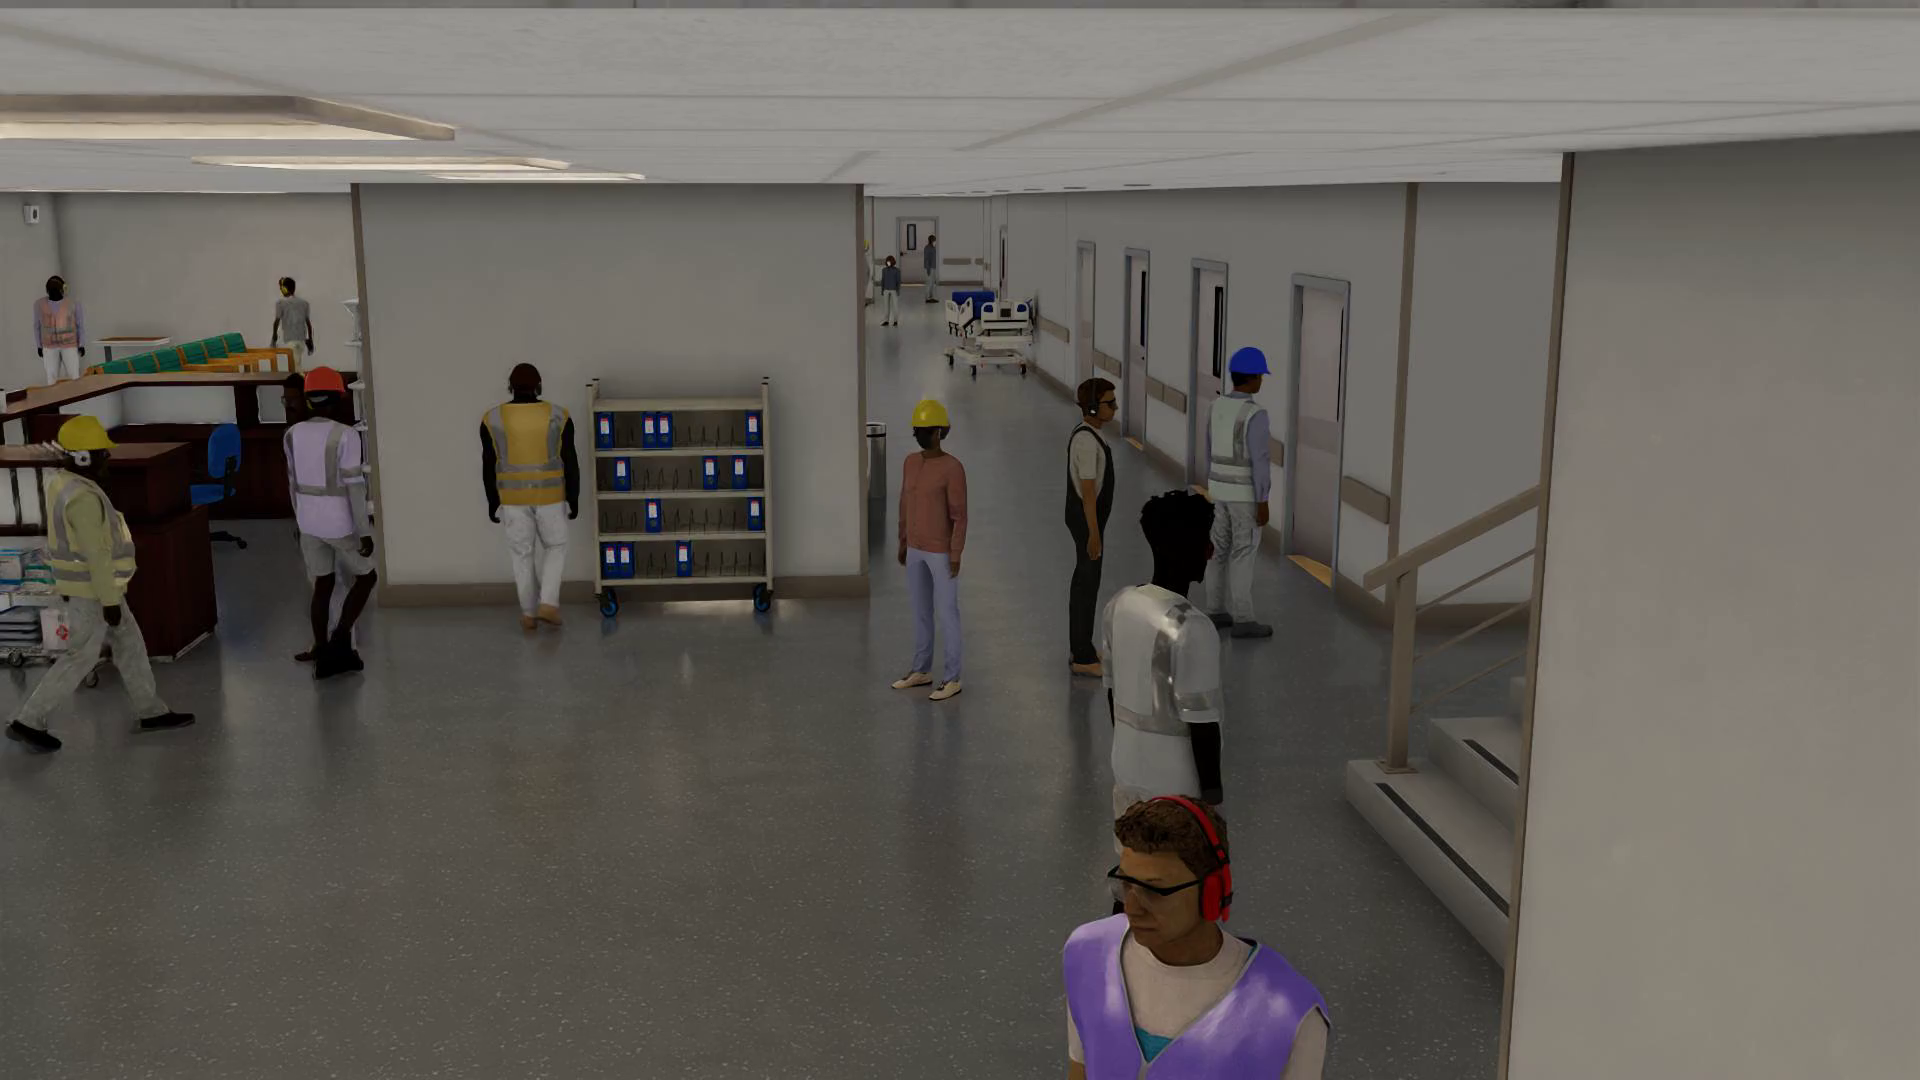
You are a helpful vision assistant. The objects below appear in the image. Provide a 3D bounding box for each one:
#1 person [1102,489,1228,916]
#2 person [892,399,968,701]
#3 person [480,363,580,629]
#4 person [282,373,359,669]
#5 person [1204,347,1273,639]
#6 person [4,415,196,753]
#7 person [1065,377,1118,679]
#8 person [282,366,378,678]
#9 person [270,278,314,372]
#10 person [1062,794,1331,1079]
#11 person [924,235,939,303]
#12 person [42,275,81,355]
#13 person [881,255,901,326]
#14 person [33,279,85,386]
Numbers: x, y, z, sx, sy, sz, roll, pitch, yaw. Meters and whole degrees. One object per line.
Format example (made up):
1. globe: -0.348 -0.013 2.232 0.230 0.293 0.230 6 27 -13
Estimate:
1. person: 0.710 0.796 5.655 0.367 1.966 0.604 -6 13 -26
2. person: -0.177 0.052 9.776 0.297 1.772 0.533 -11 16 -42
3. person: -2.893 -0.280 11.255 0.630 1.834 0.466 -3 12 -13
4. person: -4.019 -0.120 10.403 0.322 1.861 0.514 -11 16 -43
5. person: 1.879 -0.316 11.137 0.409 1.943 0.614 -6 13 -27
6. person: -4.665 0.230 8.851 0.902 1.796 0.604 -7 14 -32
7. person: 0.815 -0.079 10.223 0.343 1.846 0.507 0 12 2
8. person: -3.831 -0.099 10.178 0.610 1.903 0.454 5 12 22
9. person: -9.600 -2.843 23.860 0.970 1.804 0.481 8 14 34
10. person: 0.435 1.361 3.225 0.568 1.839 0.388 10 15 40
11. person: -0.836 -7.702 47.279 0.378 1.931 0.635 3 12 16
12. person: -12.687 -2.791 23.459 0.526 1.861 0.321 -6 13 -26
13. person: -1.613 -5.797 38.692 0.497 1.633 0.284 5 13 23
14. person: -12.437 -2.685 22.994 0.624 1.837 0.430 -4 12 -17
